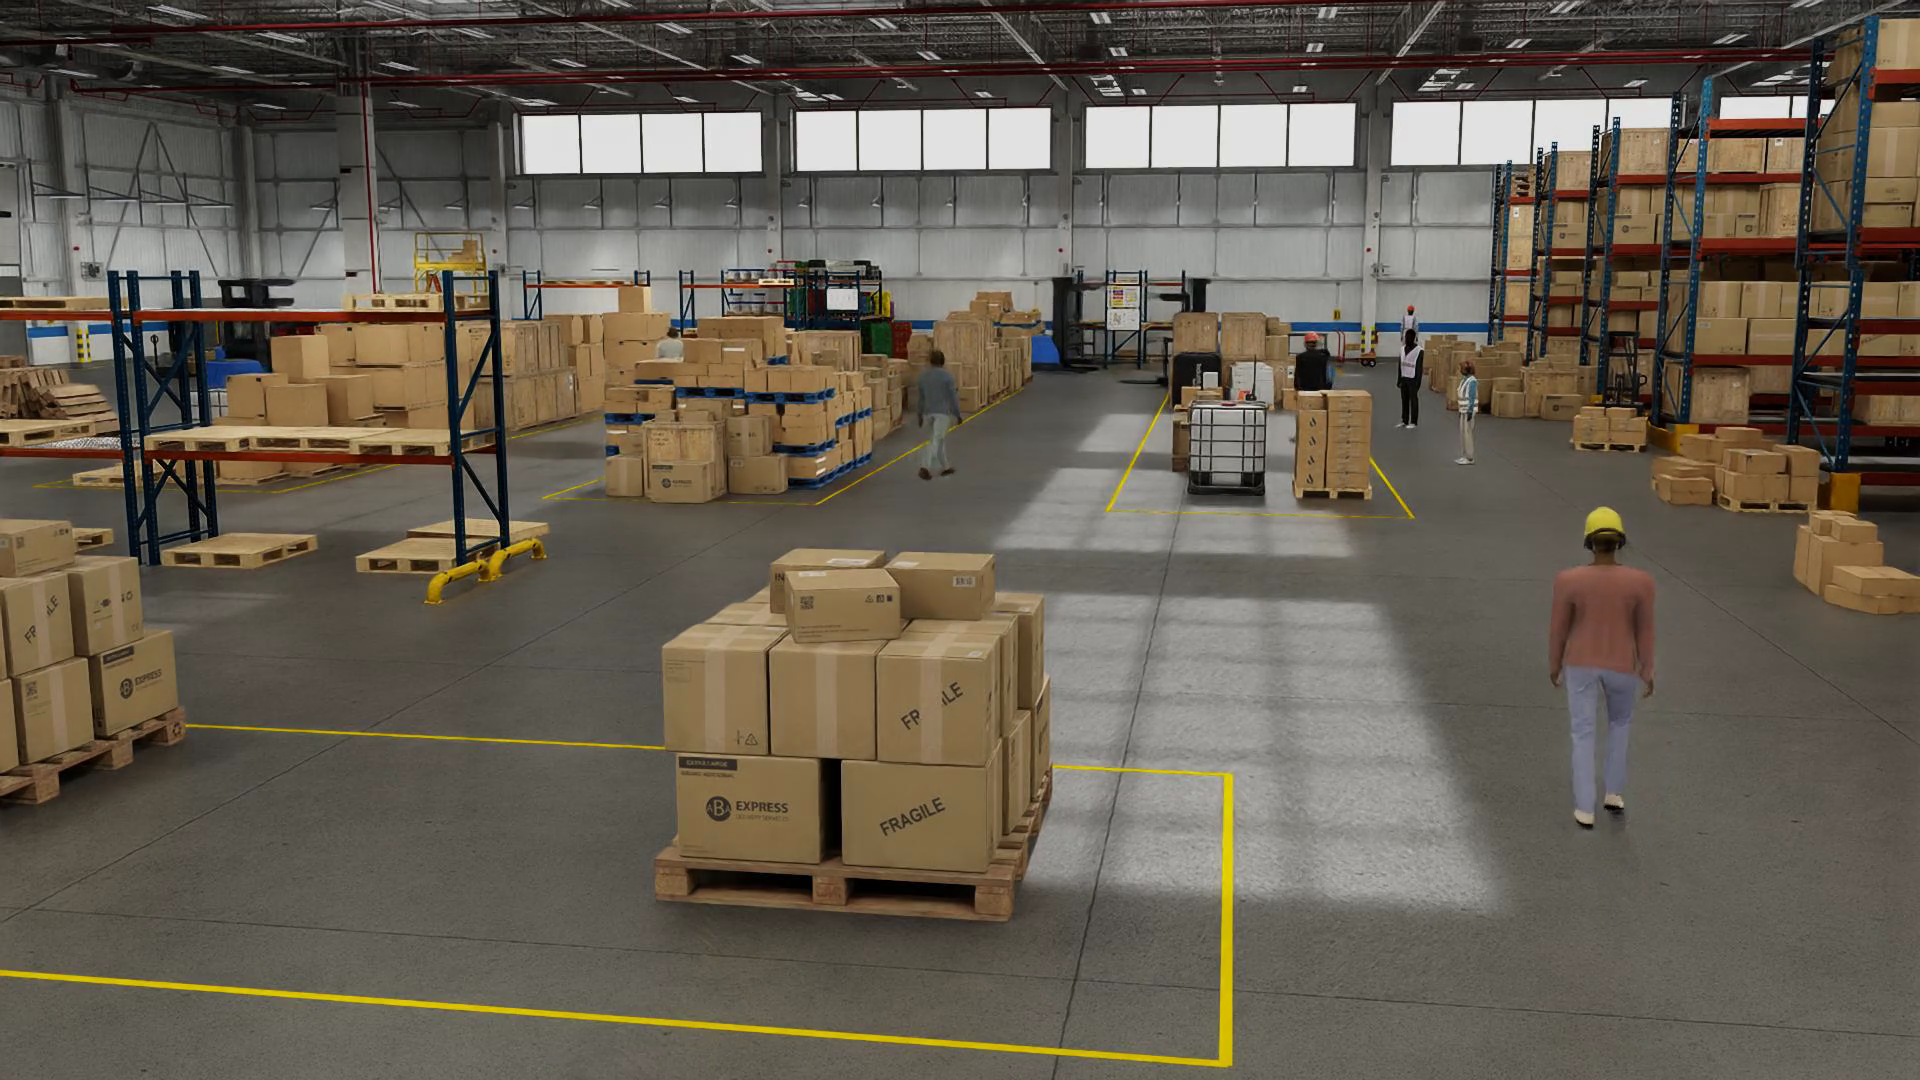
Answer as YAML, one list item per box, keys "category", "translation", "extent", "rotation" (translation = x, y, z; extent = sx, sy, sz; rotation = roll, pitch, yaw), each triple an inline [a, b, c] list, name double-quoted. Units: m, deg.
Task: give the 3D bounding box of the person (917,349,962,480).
- category: "person"
  translation: [-0.355, -1.825, 24.227]
  extent: [0.634, 1.899, 1.006]
  rotation: [7, 12, 37]

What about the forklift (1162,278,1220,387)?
- category: "forklift"
  translation: [6.227, -5.396, 43.193]
  extent: [1.873, 2.768, 1.129]
  rotation: [1, 9, 7]

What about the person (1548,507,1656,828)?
- category: "person"
  translation: [3.522, 0.686, 9.160]
  extent: [0.551, 1.739, 0.592]
  rotation: [3, 10, 17]

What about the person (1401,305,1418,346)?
- category: "person"
  translation: [14.317, -6.509, 52.962]
  extent: [0.550, 1.935, 0.375]
  rotation: [5, 10, 28]

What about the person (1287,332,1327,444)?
- category: "person"
  translation: [6.014, -2.621, 28.873]
  extent: [0.662, 1.964, 0.841]
  rotation: [-3, 10, -15]

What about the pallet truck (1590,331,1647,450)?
- category: "pallet truck"
  translation: [11.253, -2.573, 28.499]
  extent: [0.823, 1.965, 1.885]
  rotation: [5, 10, 27]

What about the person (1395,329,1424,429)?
- category: "person"
  translation: [8.666, -3.095, 31.993]
  extent: [0.400, 1.911, 0.588]
  rotation: [-5, 11, -29]

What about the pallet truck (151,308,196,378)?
- category: "pallet truck"
  translation: [-21.869, -5.598, 47.154]
  extent: [0.823, 1.965, 1.885]
  rotation: [4, 10, 26]

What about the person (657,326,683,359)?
- category: "person"
  translation: [-5.878, -3.426, 34.055]
  extent: [0.633, 1.908, 0.916]
  rotation: [-2, 9, -12]

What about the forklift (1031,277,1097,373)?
- category: "forklift"
  translation: [3.004, -6.368, 49.189]
  extent: [1.873, 2.768, 1.129]
  rotation: [4, 10, 24]

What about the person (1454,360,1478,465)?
- category: "person"
  translation: [7.951, -1.997, 26.075]
  extent: [0.321, 1.631, 0.526]
  rotation: [0, 9, -1]

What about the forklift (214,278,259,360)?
- category: "forklift"
  translation: [-18.193, -5.339, 42.845]
  extent: [1.873, 2.768, 1.129]
  rotation: [-3, 10, -18]

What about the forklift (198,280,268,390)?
- category: "forklift"
  translation: [-15.586, -4.263, 36.205]
  extent: [1.129, 2.768, 1.873]
  rotation: [3, 10, 19]

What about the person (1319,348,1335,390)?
- category: "person"
  translation: [6.381, -2.549, 29.340]
  extent: [0.328, 1.670, 0.694]
  rotation: [-3, 10, -15]
